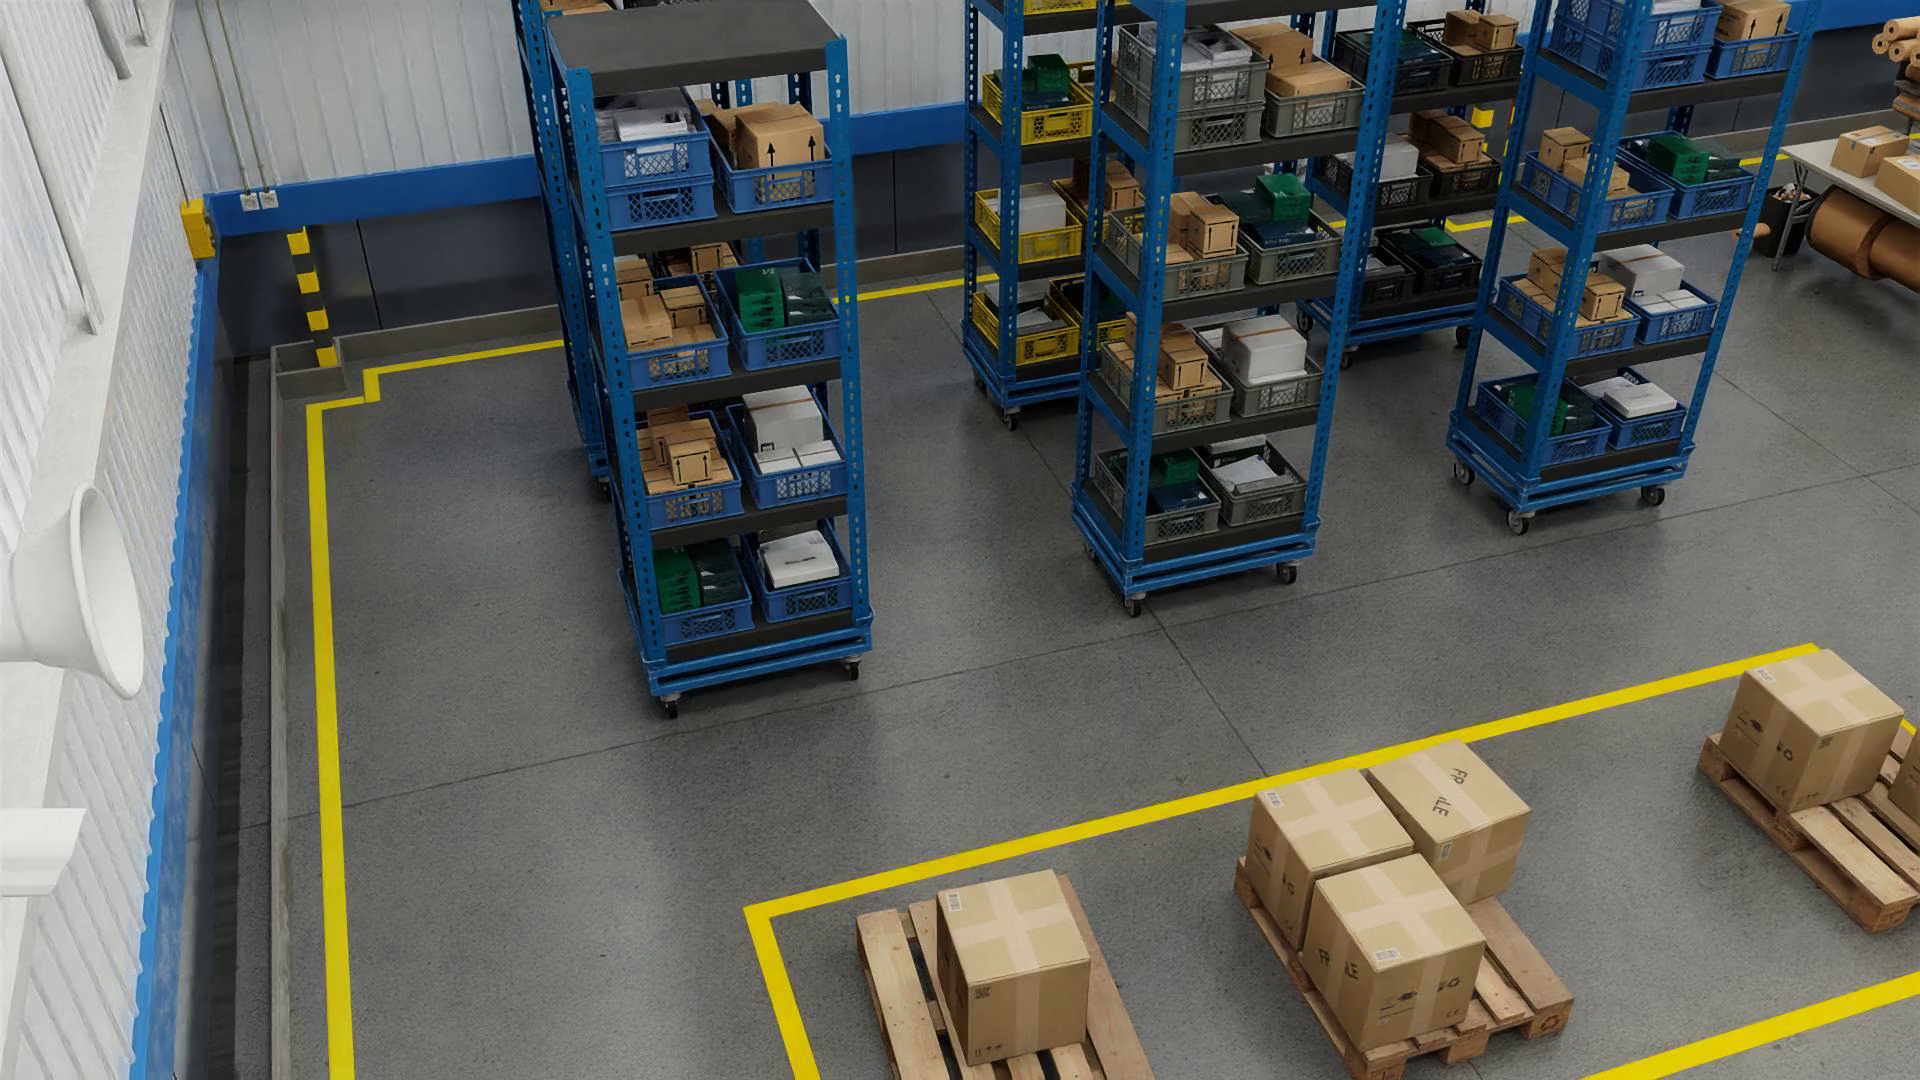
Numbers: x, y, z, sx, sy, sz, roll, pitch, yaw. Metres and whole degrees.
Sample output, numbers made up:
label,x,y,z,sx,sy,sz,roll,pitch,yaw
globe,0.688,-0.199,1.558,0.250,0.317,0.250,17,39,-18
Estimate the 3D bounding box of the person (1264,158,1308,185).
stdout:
label,x,y,z,sx,sy,sz,roll,pitch,yaw
person,2.424,-2.704,12.489,0.356,1.882,0.571,5,35,7
